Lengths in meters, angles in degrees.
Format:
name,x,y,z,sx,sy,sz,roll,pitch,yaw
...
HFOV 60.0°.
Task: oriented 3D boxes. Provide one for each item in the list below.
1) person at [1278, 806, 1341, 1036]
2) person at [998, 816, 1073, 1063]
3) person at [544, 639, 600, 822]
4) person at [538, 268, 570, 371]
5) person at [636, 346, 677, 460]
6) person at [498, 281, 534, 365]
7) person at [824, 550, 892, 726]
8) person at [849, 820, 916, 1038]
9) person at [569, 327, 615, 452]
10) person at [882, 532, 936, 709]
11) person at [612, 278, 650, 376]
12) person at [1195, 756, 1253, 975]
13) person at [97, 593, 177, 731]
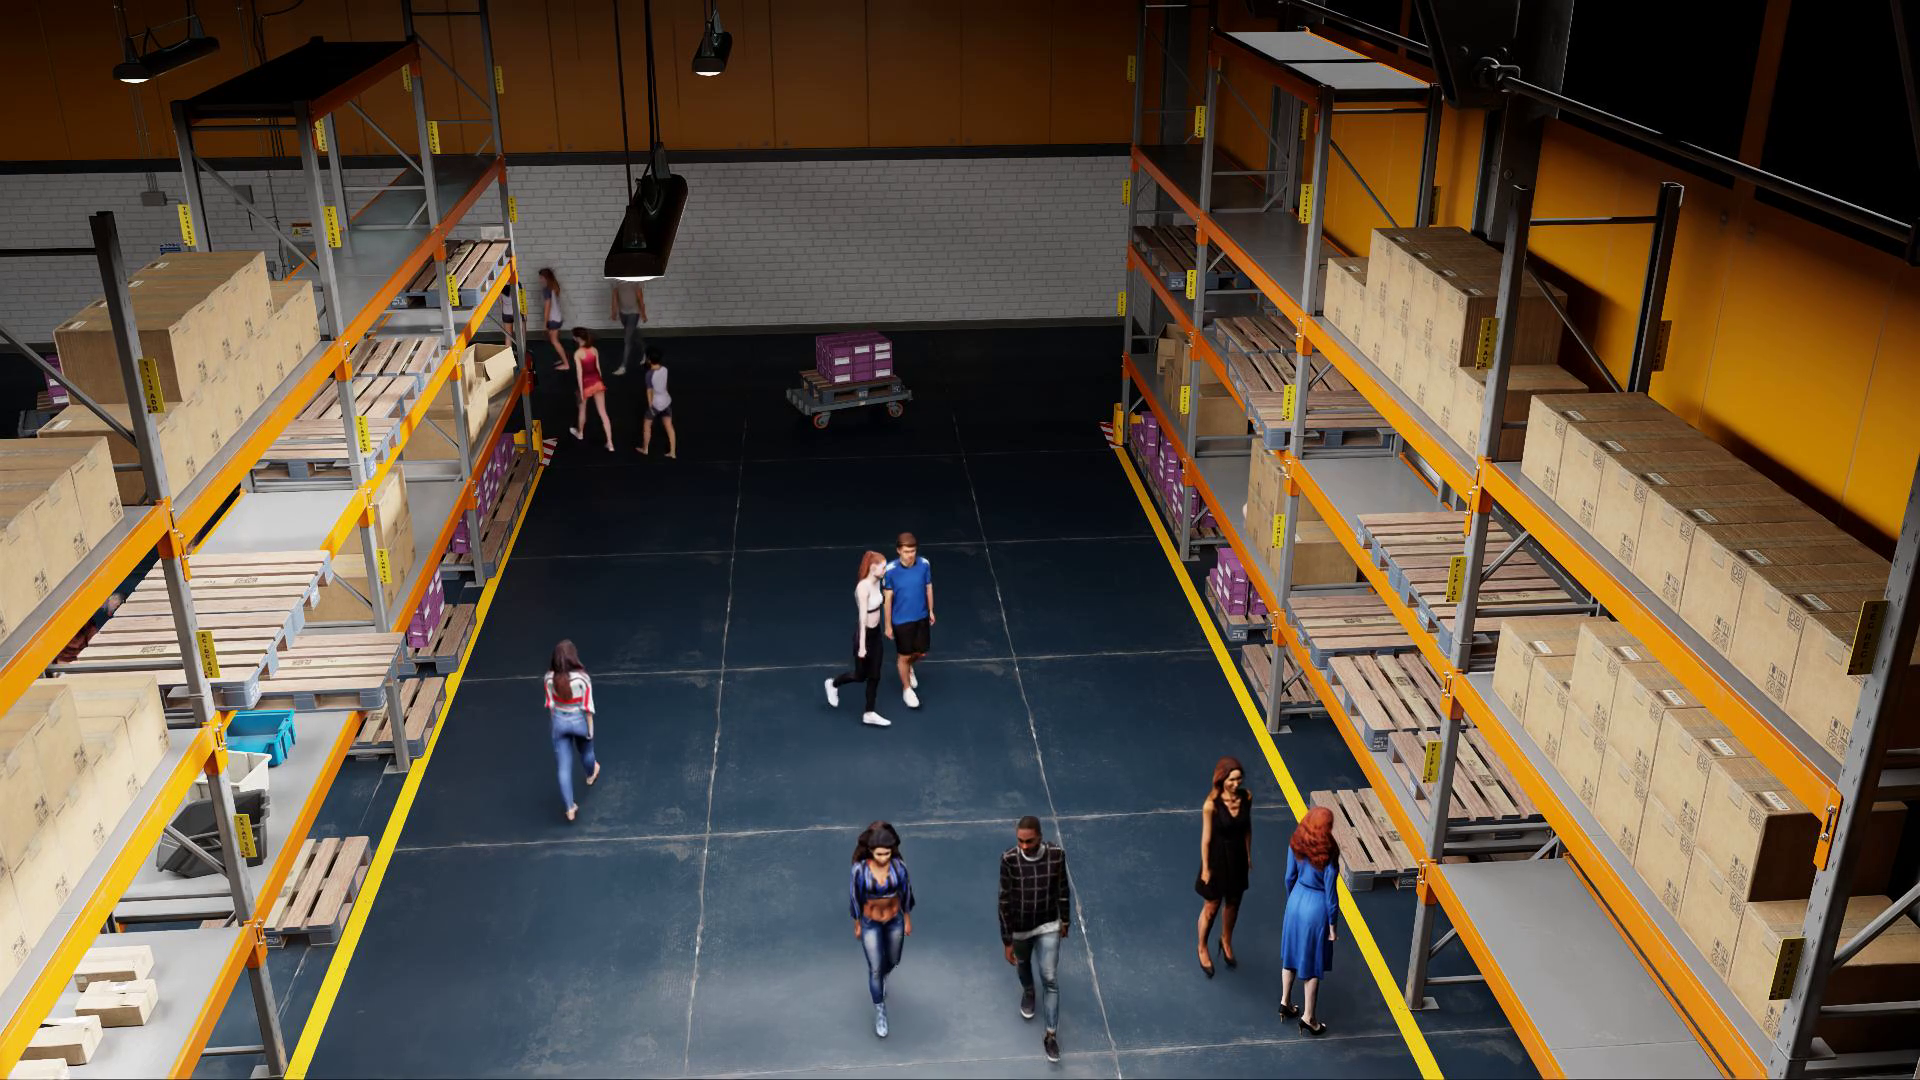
name,x,y,z,sx,sy,sz,roll,pitch,yaw
person,2.439,2.659,11.643,0.765,1.829,0.665,-16,28,-32
person,0.489,2.653,11.731,0.696,1.770,1.084,-1,24,-3
person,-3.364,1.647,14.283,0.652,1.570,1.056,0,24,-1
person,-6.242,-3.414,25.724,0.756,1.679,0.493,5,24,11
person,-3.976,-1.815,22.244,0.949,1.536,0.882,20,31,38
person,-6.992,-3.550,26.000,0.661,1.707,0.643,6,24,14
person,-0.951,0.923,15.750,1.000,1.722,1.016,13,27,27
person,-0.555,2.692,11.841,0.659,1.612,0.890,-4,24,-10
person,-4.952,-1.996,22.468,1.052,1.689,1.247,-17,29,-34
person,-0.527,0.708,16.083,0.858,1.849,0.944,-12,26,-26
person,-5.064,-3.525,25.758,1.143,1.855,1.324,13,27,26
person,1.942,2.392,12.255,0.656,1.829,0.647,-12,26,-26
person,-7.294,1.412,14.482,1.062,1.841,1.308,11,26,23
